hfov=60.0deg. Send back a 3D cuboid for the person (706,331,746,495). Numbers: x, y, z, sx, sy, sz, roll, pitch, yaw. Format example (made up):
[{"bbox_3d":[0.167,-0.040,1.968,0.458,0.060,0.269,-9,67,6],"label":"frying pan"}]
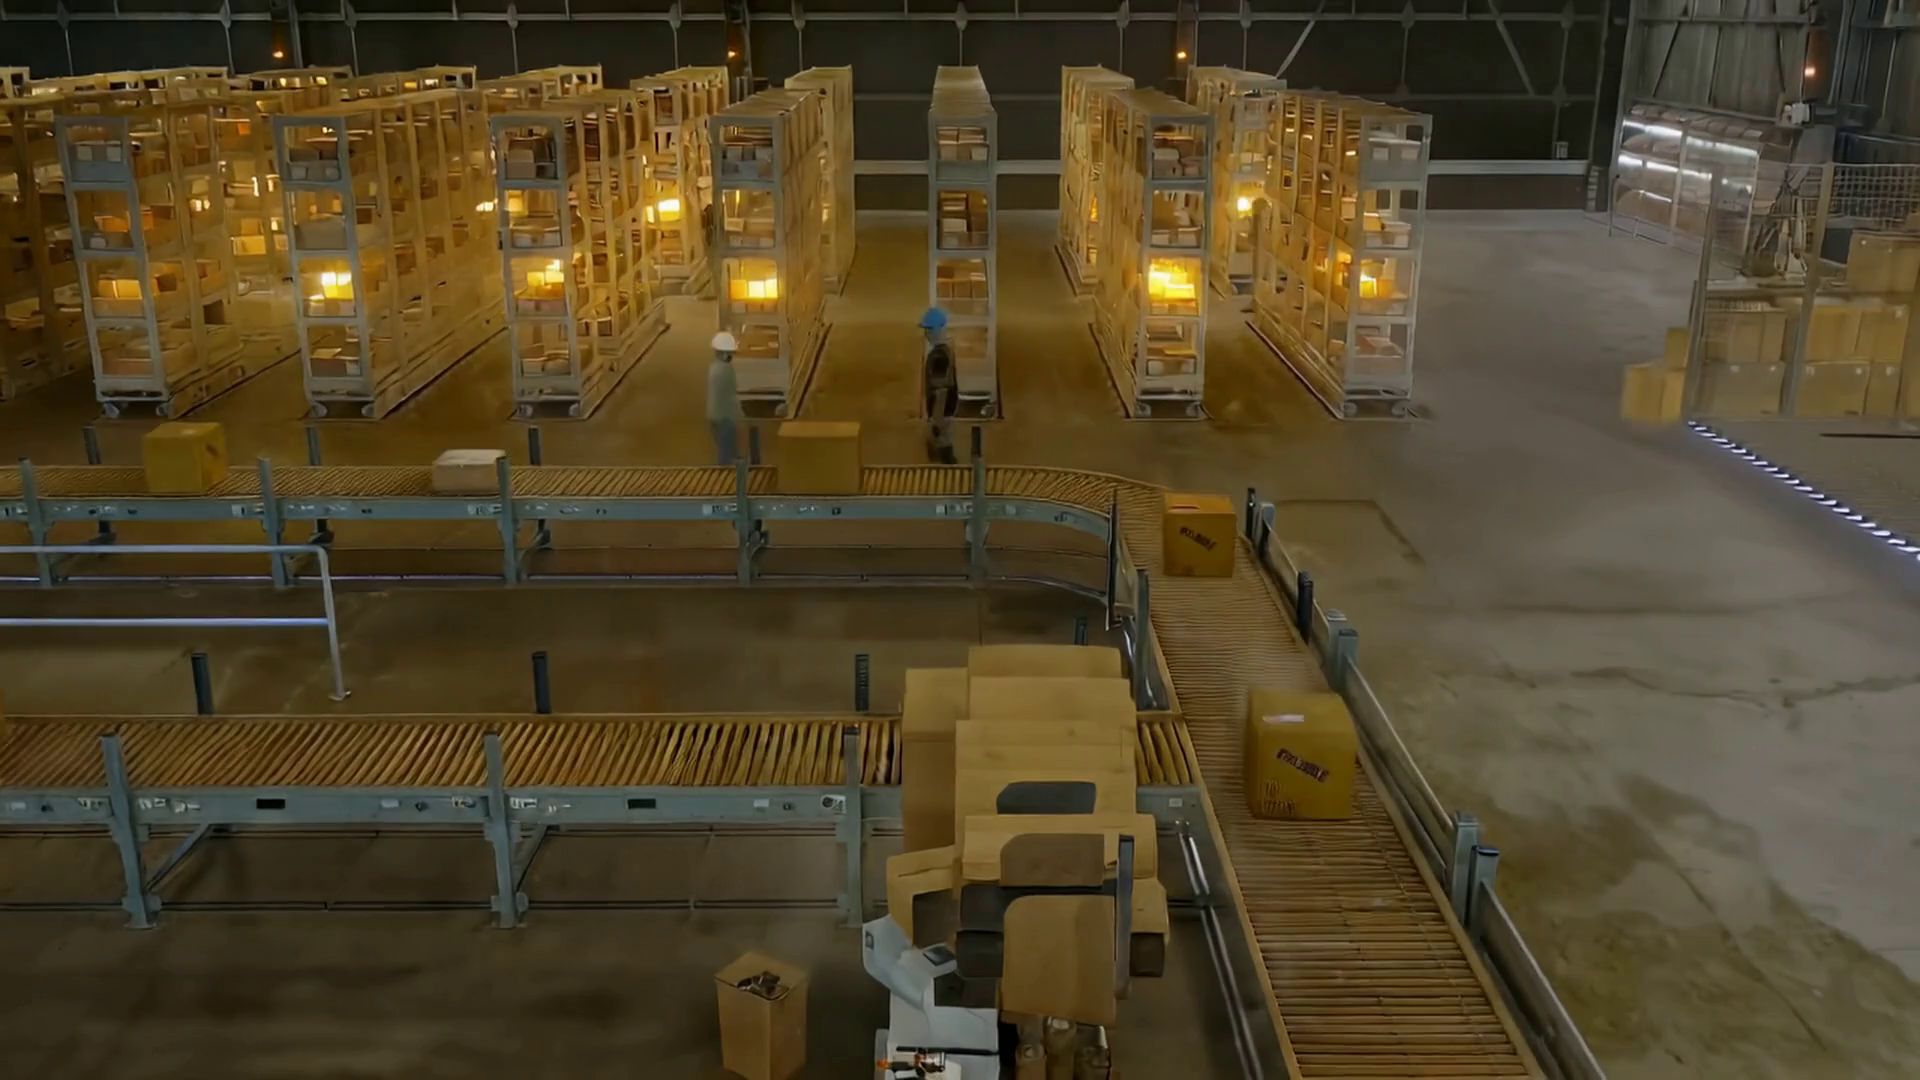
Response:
[{"bbox_3d":[-2.323,-1.206,16.511,0.439,1.749,0.536,3,18,9],"label":"person"}]

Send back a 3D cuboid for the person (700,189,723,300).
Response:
[{"bbox_3d":[-4.167,-4.972,27.966,0.374,1.843,0.568,3,18,10],"label":"person"}]

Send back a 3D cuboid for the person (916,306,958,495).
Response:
[{"bbox_3d":[-0.285,-1.273,16.290,0.618,2.028,0.639,3,18,10],"label":"person"}]

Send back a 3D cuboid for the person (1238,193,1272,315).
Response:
[{"bbox_3d":[4.867,-4.531,26.418,0.745,1.964,0.641,6,19,17],"label":"person"}]
